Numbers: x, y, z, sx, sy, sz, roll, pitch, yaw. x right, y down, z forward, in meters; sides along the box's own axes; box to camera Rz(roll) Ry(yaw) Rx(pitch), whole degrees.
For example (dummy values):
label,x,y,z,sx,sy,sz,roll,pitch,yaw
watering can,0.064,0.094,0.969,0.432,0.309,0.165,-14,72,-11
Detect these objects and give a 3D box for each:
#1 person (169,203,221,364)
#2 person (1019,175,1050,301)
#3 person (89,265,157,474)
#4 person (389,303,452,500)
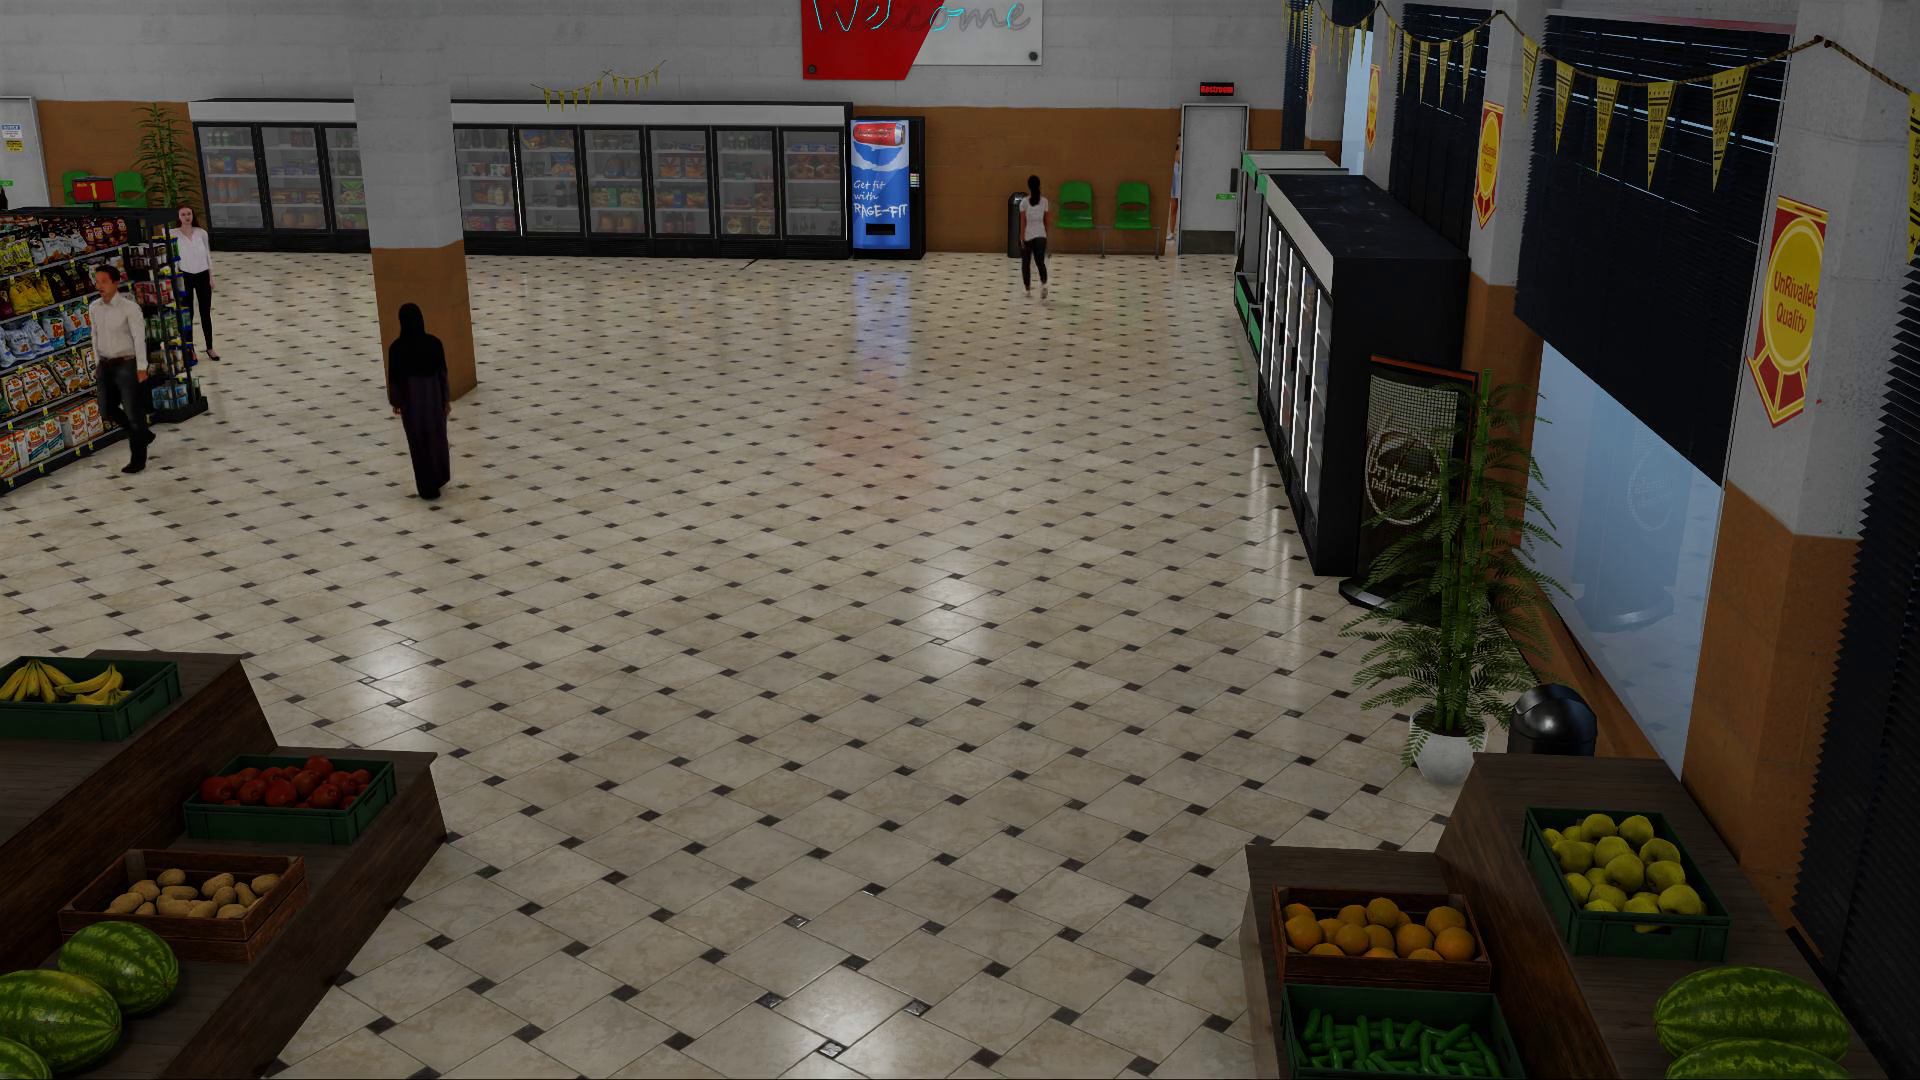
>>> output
label,x,y,z,sx,sy,sz,roll,pitch,yaw
person,-8.541,-2.864,18.535,0.649,1.758,0.715,-16,24,-39
person,1.003,-3.976,22.056,0.818,1.615,1.126,-4,19,-13
person,-7.206,-1.499,14.414,0.736,1.803,0.761,4,19,13
person,-4.400,-1.122,13.604,0.860,1.606,0.984,-8,20,-23
